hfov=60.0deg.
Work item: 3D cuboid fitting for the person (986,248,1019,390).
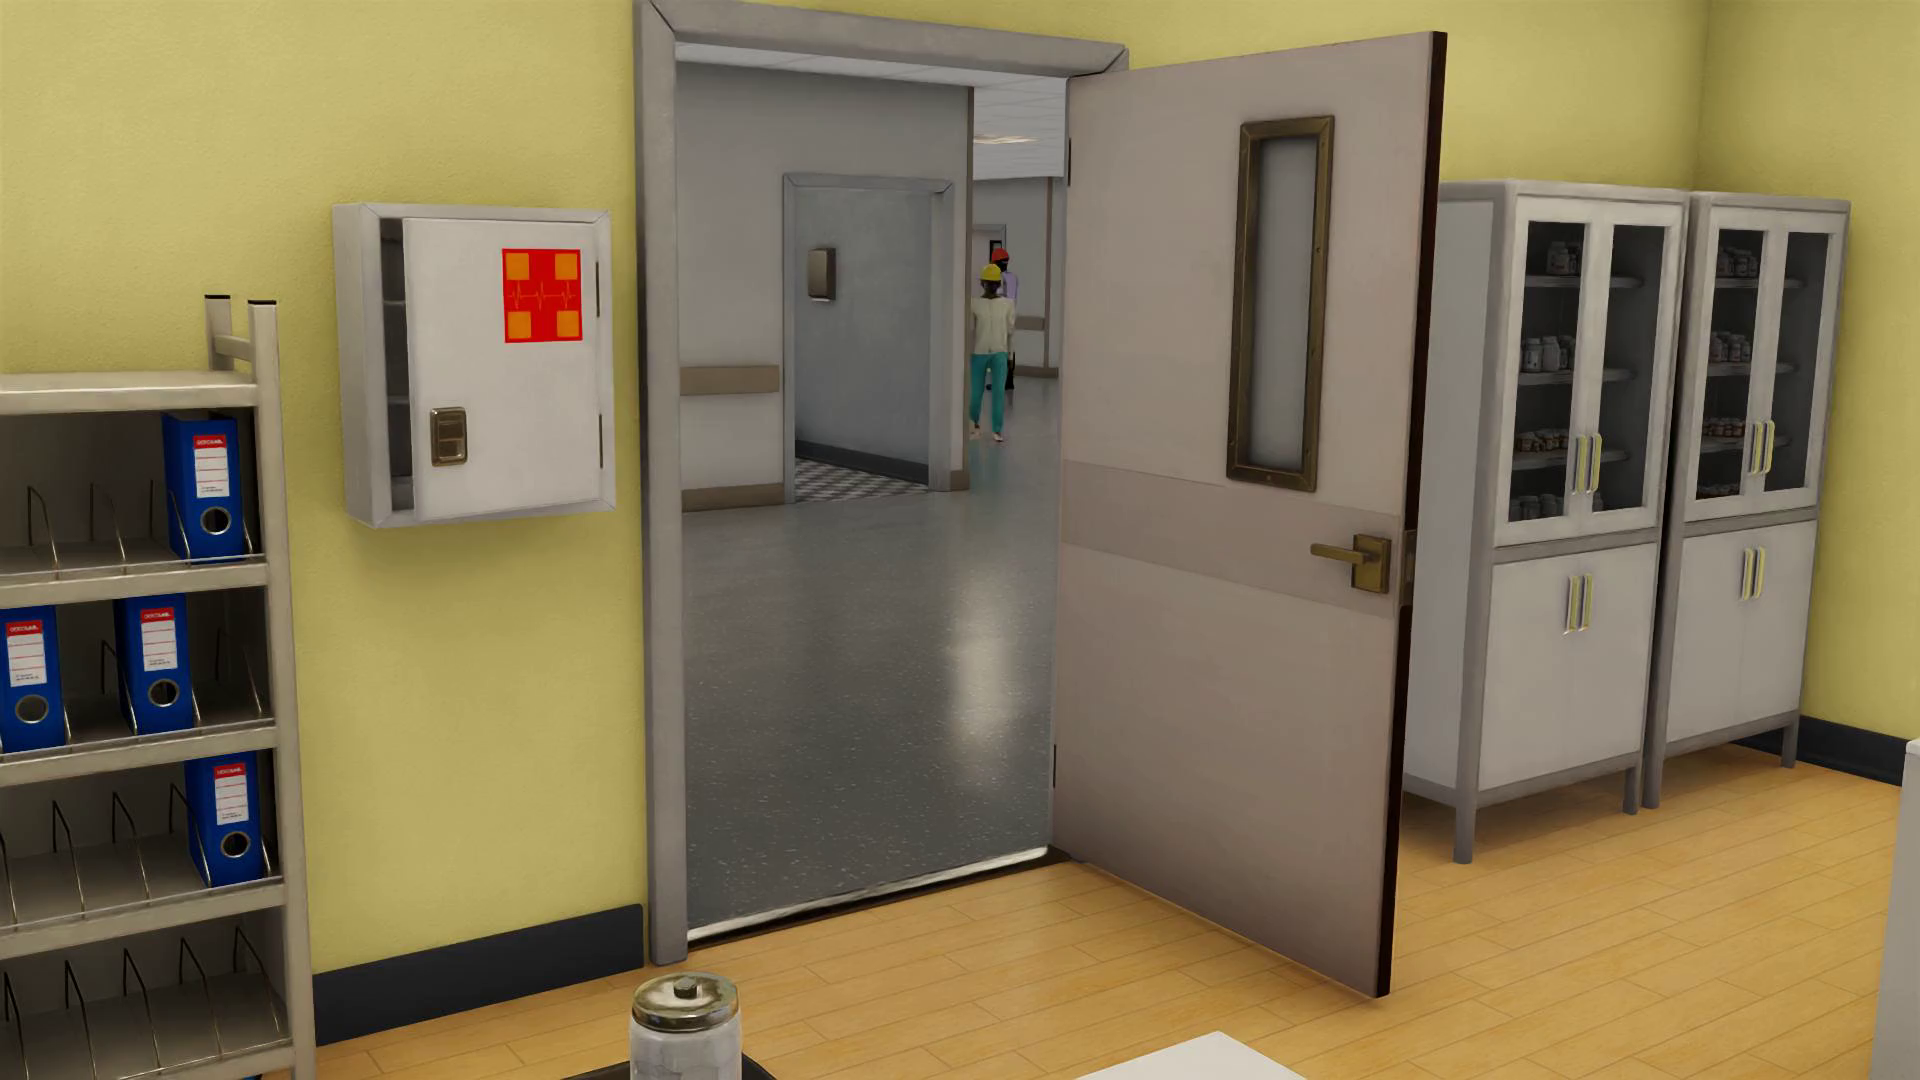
[{"bbox_3d":[0.560,-3.009,22.729,0.375,1.927,0.543,7,11,31],"label":"person"}]

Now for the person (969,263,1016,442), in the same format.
[{"bbox_3d":[0.274,-1.863,16.439,0.531,1.737,0.840,-1,10,-8],"label":"person"}]
